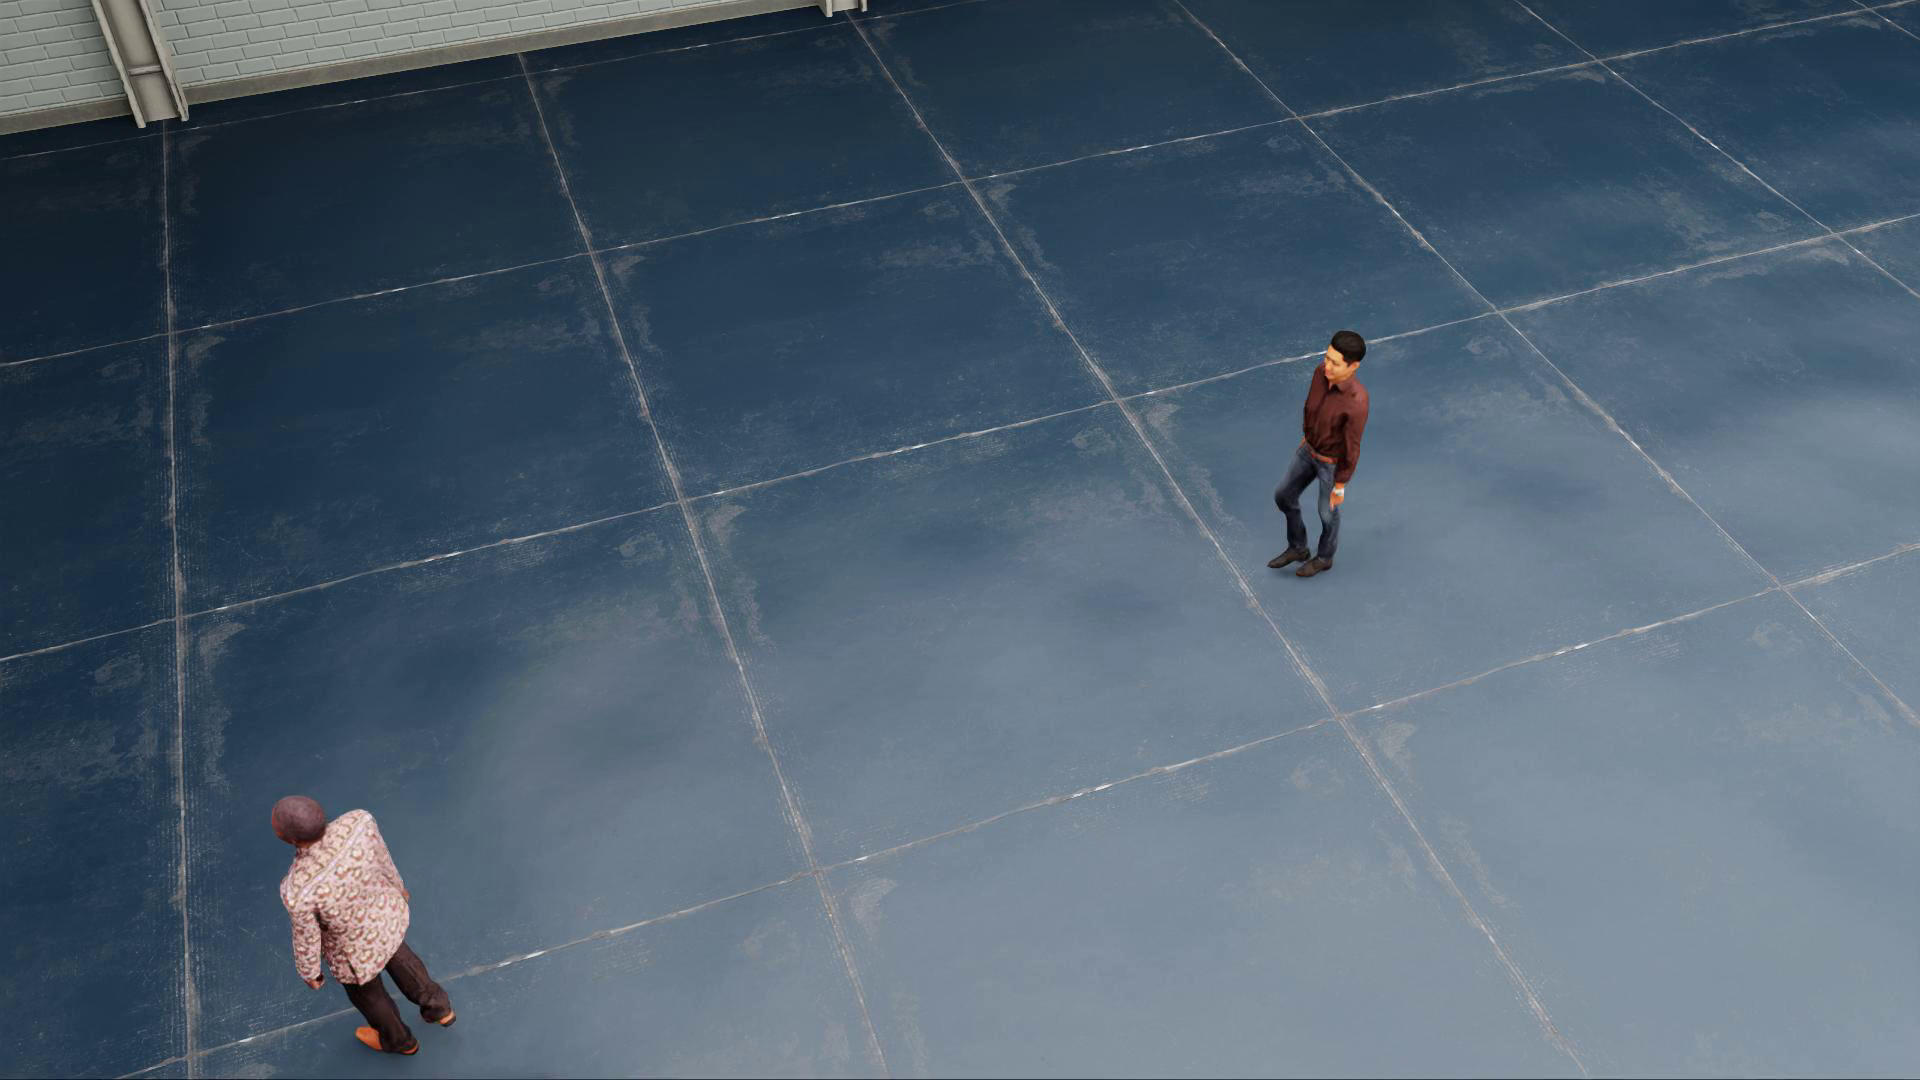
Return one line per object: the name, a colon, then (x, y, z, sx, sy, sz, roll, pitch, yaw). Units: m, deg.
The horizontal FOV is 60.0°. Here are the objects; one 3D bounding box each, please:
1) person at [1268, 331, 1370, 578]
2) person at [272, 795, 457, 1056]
person: (2.160, -0.480, 9.437, 0.661, 1.763, 0.704, -18, 46, -19)
person: (-2.498, 1.688, 7.091, 0.931, 1.796, 0.875, 16, 45, 17)
